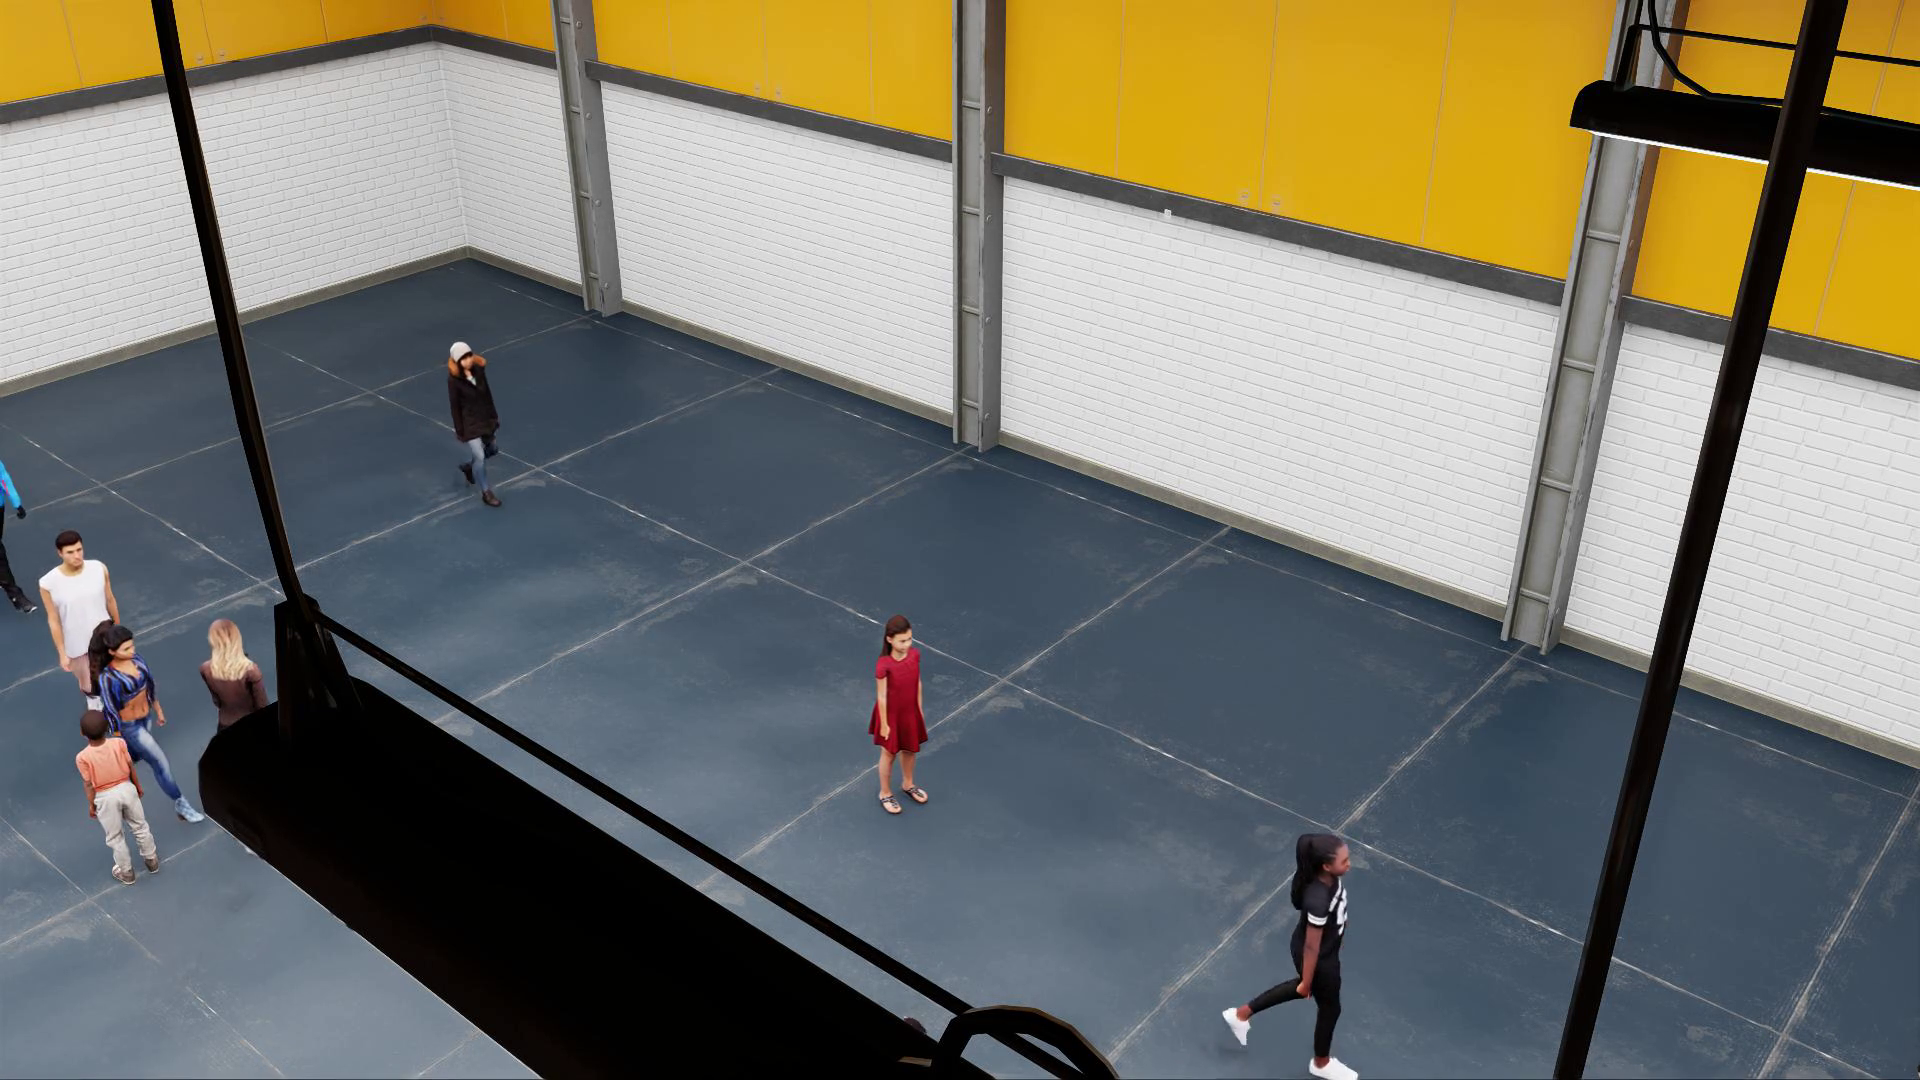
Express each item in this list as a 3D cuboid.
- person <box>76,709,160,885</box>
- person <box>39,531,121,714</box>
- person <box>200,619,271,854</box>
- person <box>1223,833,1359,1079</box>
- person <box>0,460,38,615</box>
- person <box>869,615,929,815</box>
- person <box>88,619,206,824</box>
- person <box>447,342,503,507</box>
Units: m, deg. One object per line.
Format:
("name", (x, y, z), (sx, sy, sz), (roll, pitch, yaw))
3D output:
("person", (-5.578, 1.683, 10.969), (0.509, 1.310, 0.483), (-25, 37, -38))
("person", (-6.442, 0.713, 12.279), (0.822, 1.758, 1.164), (-19, 34, -31))
("person", (-4.845, 1.361, 11.181), (0.906, 1.672, 0.930), (3, 29, 5))
("person", (1.919, 2.331, 9.363), (1.124, 1.711, 0.921), (6, 29, 11))
("person", (-8.278, -0.253, 14.064), (1.206, 1.744, 0.690), (19, 34, 31))
("person", (-0.426, 1.187, 11.626), (0.579, 1.551, 0.641), (-23, 36, -35))
("person", (-5.753, 1.264, 11.443), (1.161, 1.591, 0.987), (4, 29, 7))
("person", (-4.645, -1.131, 15.803), (0.869, 1.621, 0.688), (17, 33, 28))
